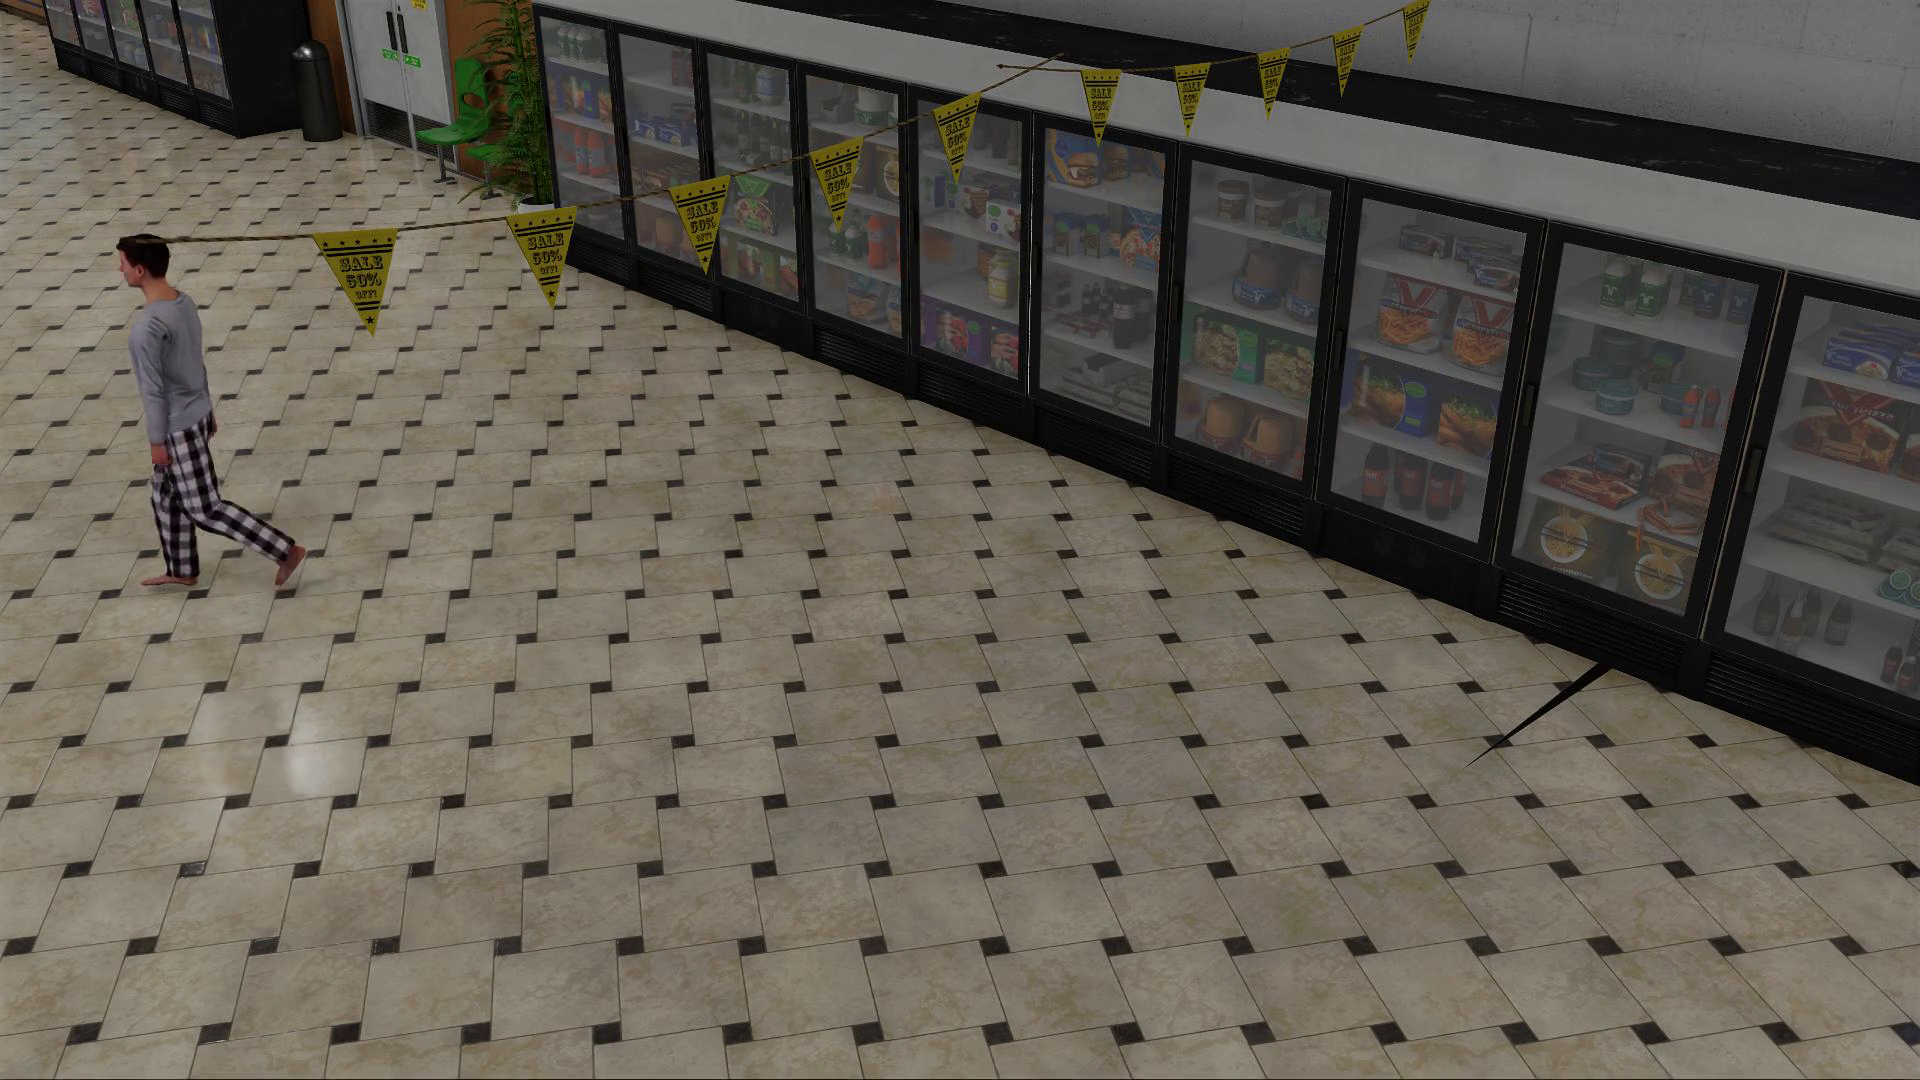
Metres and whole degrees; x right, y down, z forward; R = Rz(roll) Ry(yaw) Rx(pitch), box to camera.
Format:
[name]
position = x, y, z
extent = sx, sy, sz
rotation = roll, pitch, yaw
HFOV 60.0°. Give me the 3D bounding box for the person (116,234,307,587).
[person]
position = -3.665, -0.552, 8.017
extent = 1.159, 1.815, 1.064
rotation = -2, 27, -3
